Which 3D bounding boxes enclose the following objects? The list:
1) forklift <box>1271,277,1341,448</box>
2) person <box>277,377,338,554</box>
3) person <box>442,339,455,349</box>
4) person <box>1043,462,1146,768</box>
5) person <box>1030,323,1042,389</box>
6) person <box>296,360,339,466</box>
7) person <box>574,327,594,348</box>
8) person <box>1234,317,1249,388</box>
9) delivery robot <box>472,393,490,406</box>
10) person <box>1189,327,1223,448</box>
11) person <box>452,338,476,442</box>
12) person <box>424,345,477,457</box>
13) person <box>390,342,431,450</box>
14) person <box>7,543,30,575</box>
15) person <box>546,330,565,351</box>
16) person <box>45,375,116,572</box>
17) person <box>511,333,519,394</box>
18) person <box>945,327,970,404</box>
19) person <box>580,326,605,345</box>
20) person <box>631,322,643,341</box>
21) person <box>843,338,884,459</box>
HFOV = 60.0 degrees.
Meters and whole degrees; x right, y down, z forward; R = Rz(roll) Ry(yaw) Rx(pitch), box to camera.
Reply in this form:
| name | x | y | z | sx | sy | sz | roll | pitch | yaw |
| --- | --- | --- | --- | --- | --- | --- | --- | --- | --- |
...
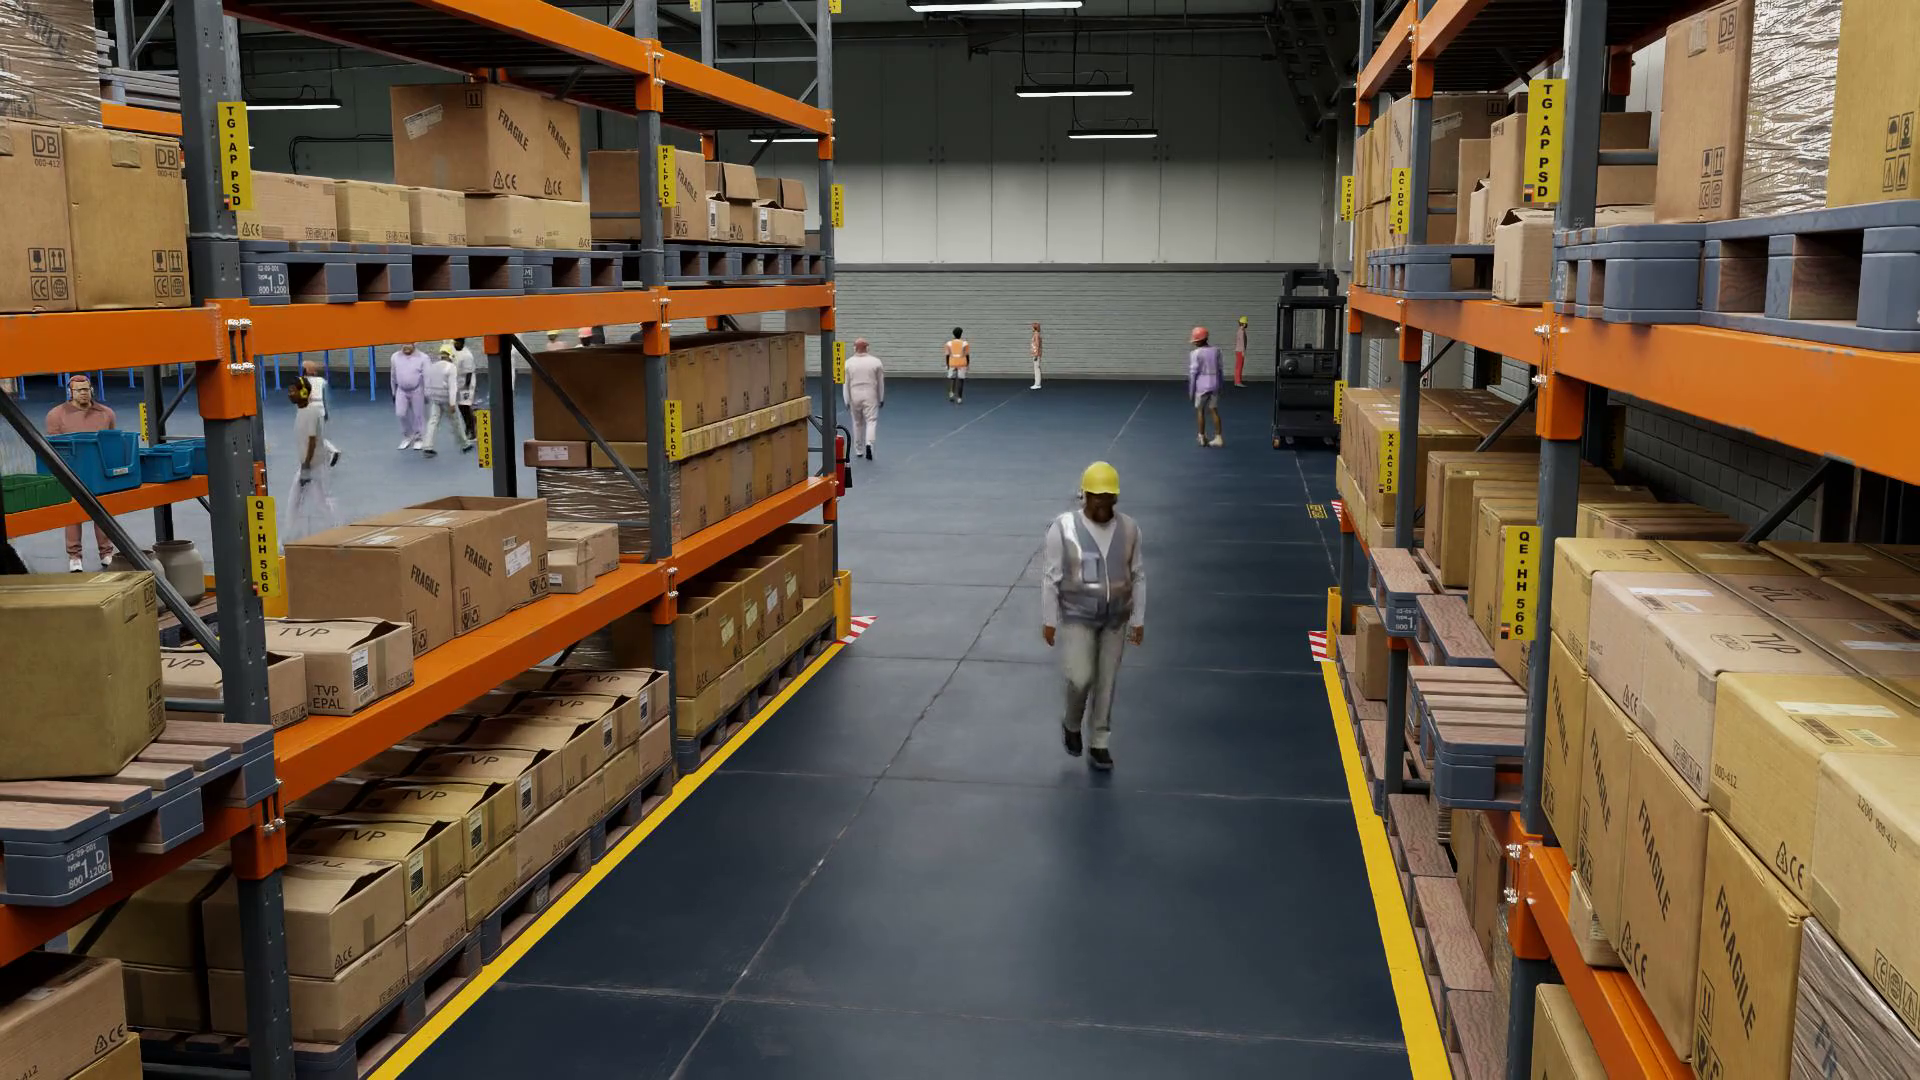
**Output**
| name | x | y | z | sx | sy | sz | roll | pitch | yaw |
| --- | --- | --- | --- | --- | --- | --- | --- | --- | --- |
| forklift | 5.847 | -3.016 | 27.970 | 1.129 | 2.768 | 1.873 | 1 | 9 | 9 |
| person | -6.794 | -0.744 | 17.030 | 0.887 | 1.833 | 0.560 | -8 | 12 | -39 |
| person | -13.033 | -4.755 | 42.459 | 0.551 | 1.615 | 0.514 | 6 | 11 | 35 |
| person | 0.803 | 0.441 | 9.767 | 0.618 | 1.818 | 0.420 | -3 | 10 | -17 |
| person | 1.884 | -4.557 | 41.158 | 0.309 | 1.638 | 0.523 | 0 | 9 | 1 |
| person | -9.438 | -1.824 | 24.368 | 0.505 | 1.623 | 0.533 | 4 | 10 | 24 |
| person | -6.829 | -2.906 | 30.169 | 0.574 | 1.889 | 0.946 | 3 | 10 | 18 |
| person | 7.081 | -4.715 | 41.766 | 0.328 | 1.762 | 0.523 | 0 | 9 | -2 |
| delivery robot | -9.154 | -2.748 | 32.380 | 0.335 | 0.223 | 0.698 | 8 | 12 | 41 |
| person | 4.073 | -2.543 | 27.676 | 0.683 | 1.991 | 0.606 | -5 | 10 | -27 |
| person | -8.502 | -2.644 | 28.492 | 0.472 | 1.922 | 0.722 | -7 | 11 | -36 |
| person | -8.143 | -2.207 | 26.340 | 0.617 | 1.752 | 1.021 | 5 | 10 | 26 |
| person | -8.962 | -2.395 | 27.071 | 0.672 | 1.878 | 0.675 | 0 | 9 | -3 |
| person | -8.280 | -0.292 | 13.925 | 1.011 | 1.937 | 0.630 | -5 | 10 | -27 |
| person | -8.601 | -3.700 | 35.591 | 0.529 | 1.731 | 0.859 | 4 | 10 | 25 |
| person | -8.550 | -0.658 | 16.286 | 0.410 | 1.909 | 0.643 | 9 | 13 | 44 |
| person | -10.818 | -4.456 | 39.659 | 0.630 | 1.922 | 0.560 | -6 | 11 | -31 |
| person | -0.037 | -3.857 | 36.729 | 0.538 | 1.682 | 0.421 | 2 | 9 | 11 |
| person | -9.434 | -5.034 | 42.994 | 0.536 | 2.000 | 0.688 | 5 | 11 | 30 |
| person | -6.569 | -3.687 | 34.701 | 0.612 | 1.995 | 0.382 | -5 | 10 | -26 |
| person | -1.506 | -2.207 | 25.912 | 0.638 | 1.881 | 0.858 | 0 | 9 | 2 |
